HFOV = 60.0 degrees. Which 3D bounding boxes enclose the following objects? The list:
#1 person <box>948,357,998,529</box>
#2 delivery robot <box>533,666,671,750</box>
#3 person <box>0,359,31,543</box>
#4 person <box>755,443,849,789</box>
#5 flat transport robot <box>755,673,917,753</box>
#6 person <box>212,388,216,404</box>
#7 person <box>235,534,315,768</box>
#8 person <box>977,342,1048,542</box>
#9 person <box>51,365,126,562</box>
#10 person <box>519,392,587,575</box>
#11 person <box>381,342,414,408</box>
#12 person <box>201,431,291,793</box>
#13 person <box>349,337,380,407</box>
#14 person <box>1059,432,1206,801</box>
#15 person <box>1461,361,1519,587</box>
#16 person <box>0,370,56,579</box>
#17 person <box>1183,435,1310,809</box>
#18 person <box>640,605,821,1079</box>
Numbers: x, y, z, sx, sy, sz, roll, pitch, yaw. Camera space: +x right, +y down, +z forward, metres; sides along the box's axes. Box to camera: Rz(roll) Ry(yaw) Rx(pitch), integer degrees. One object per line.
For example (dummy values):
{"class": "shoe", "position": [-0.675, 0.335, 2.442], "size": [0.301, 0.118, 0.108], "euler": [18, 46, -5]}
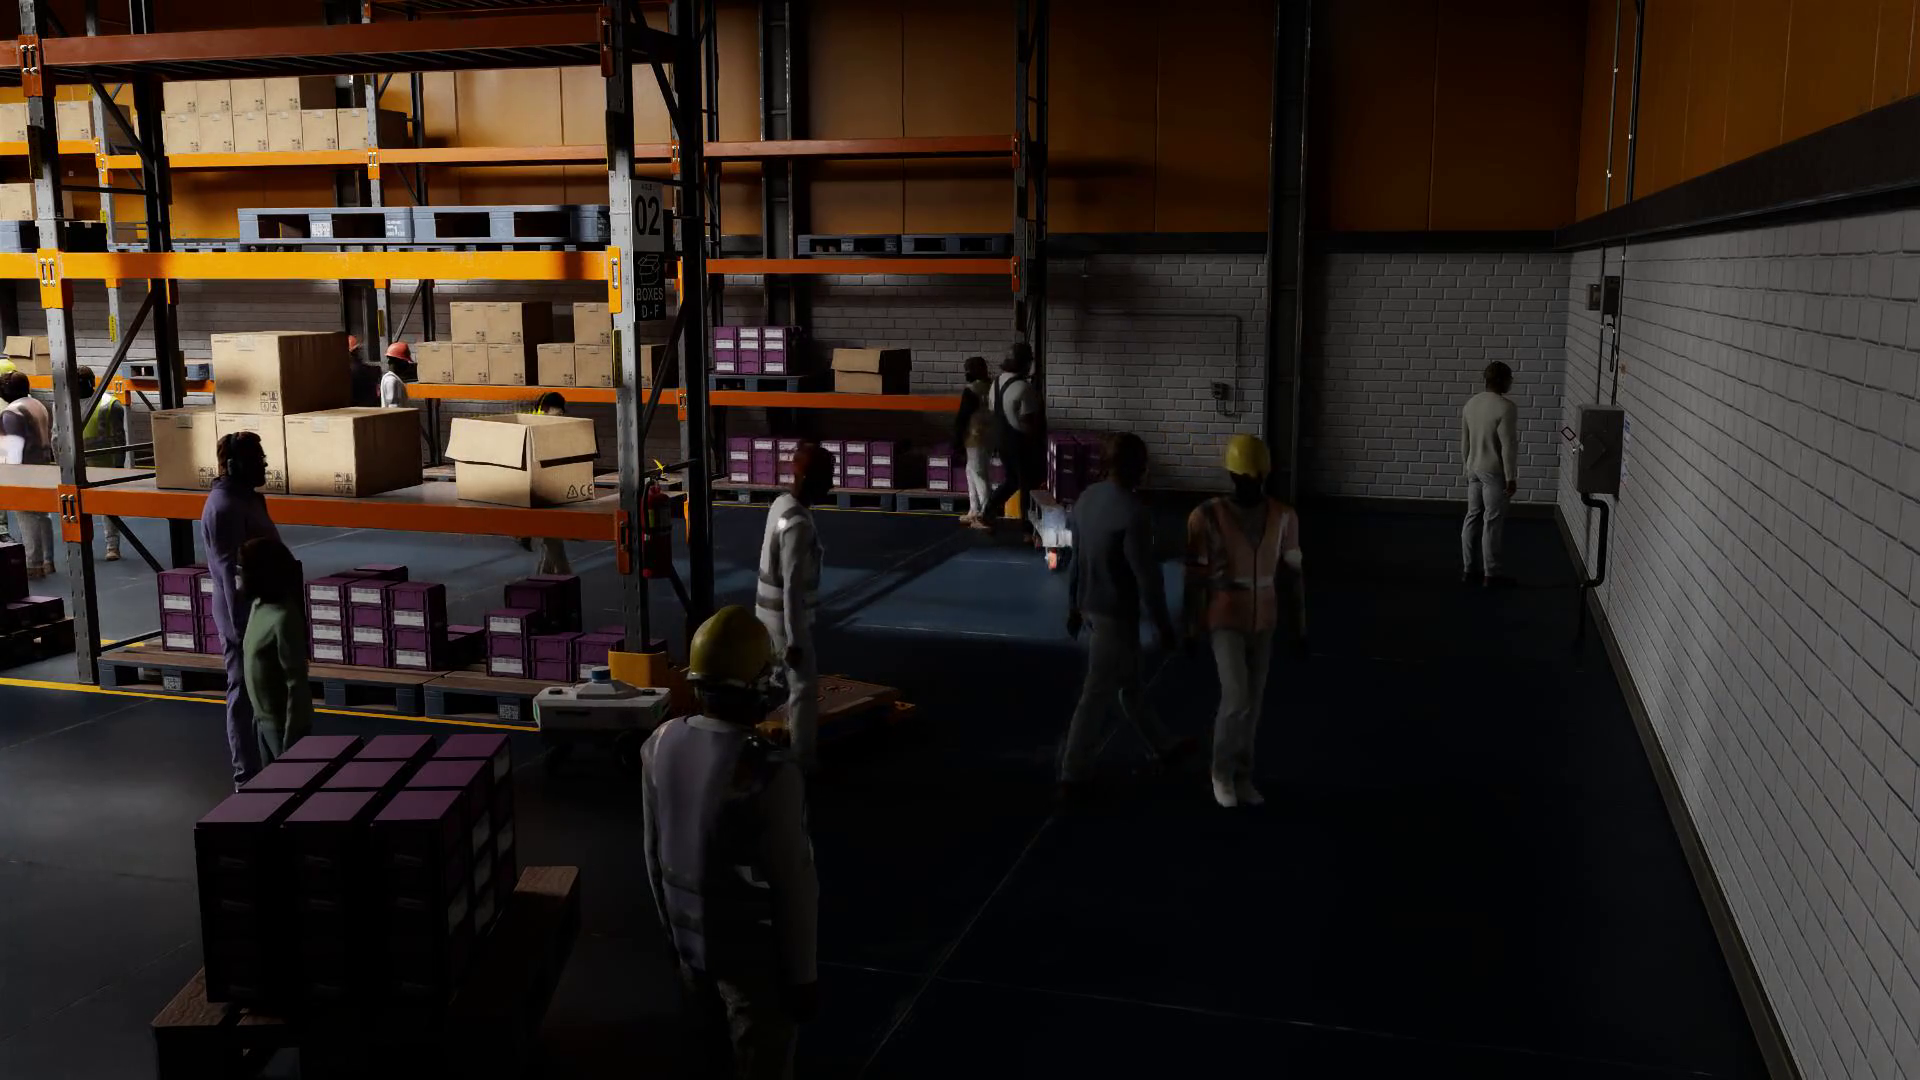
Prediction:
{"class": "person", "position": [0.123, -1.018, 17.485], "size": [0.690, 1.809, 0.617], "euler": [5, 11, 29]}
{"class": "delivery robot", "position": [-1.956, 0.935, 9.098], "size": [0.707, 0.478, 0.477], "euler": [1, 9, 3]}
{"class": "person", "position": [-9.446, -0.879, 16.556], "size": [0.404, 1.833, 0.590], "euler": [4, 10, 25]}
{"class": "person", "position": [-0.967, 0.420, 8.580], "size": [0.708, 1.856, 0.649], "euler": [-2, 10, -12]}
{"class": "flat transport robot", "position": [-0.932, 1.031, 9.662], "size": [0.652, 0.197, 1.431], "euler": [6, 11, 34]}
{"class": "person", "position": [-7.409, -0.948, 16.961], "size": [0.344, 1.839, 0.504], "euler": [-8, 12, -39]}
{"class": "person", "position": [-2.880, 0.784, 7.029], "size": [0.268, 1.631, 0.507], "euler": [-7, 12, -38]}
{"class": "person", "position": [0.565, -0.976, 16.514], "size": [0.676, 2.000, 0.698], "euler": [-5, 11, -28]}
{"class": "person", "position": [-8.105, -0.708, 15.483], "size": [0.633, 1.842, 0.429], "euler": [-2, 9, -10]}
{"class": "person", "position": [-2.819, -0.125, 11.905], "size": [0.767, 1.847, 0.555], "euler": [4, 10, 22]}
{"class": "person", "position": [-6.104, -1.183, 18.119], "size": [0.374, 1.928, 0.543], "euler": [-4, 10, -21]}
{"class": "person", "position": [-3.656, 0.390, 8.597], "size": [0.407, 1.908, 0.641], "euler": [-3, 10, -20]}
{"class": "person", "position": [-7.059, -1.382, 19.284], "size": [1.011, 1.937, 0.629], "euler": [1, 9, 8]}
{"class": "person", "position": [0.922, 0.384, 8.662], "size": [0.992, 1.892, 0.637], "euler": [-3, 10, -19]}
{"class": "person", "position": [4.571, -0.570, 14.346], "size": [0.378, 1.940, 0.628], "euler": [-3, 10, -20]}
{"class": "person", "position": [-8.265, -0.575, 14.675], "size": [0.429, 1.841, 0.634], "euler": [-1, 9, -8]}
{"class": "person", "position": [1.447, 0.419, 8.392], "size": [0.590, 1.912, 0.463], "euler": [-3, 10, -20]}
{"class": "person", "position": [-0.597, 1.084, 4.573], "size": [0.600, 1.836, 0.404], "euler": [8, 12, 39]}
